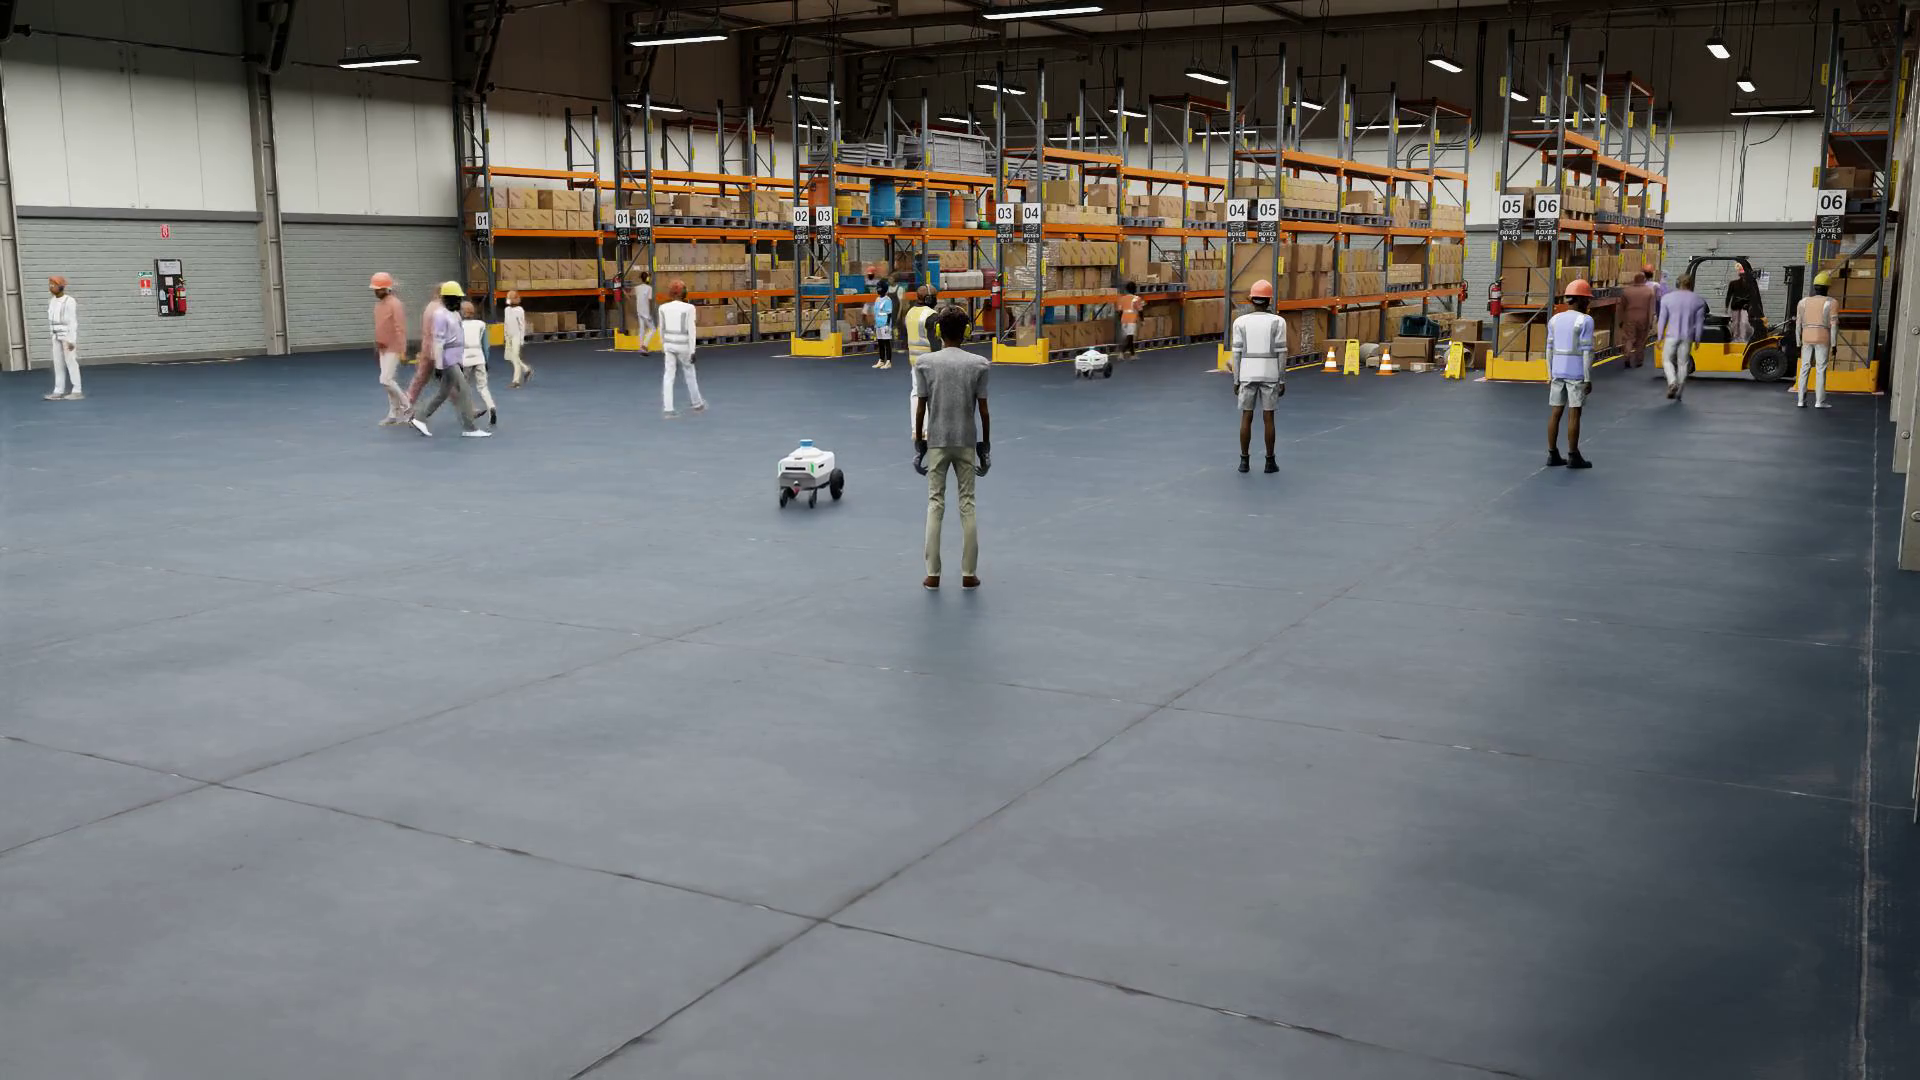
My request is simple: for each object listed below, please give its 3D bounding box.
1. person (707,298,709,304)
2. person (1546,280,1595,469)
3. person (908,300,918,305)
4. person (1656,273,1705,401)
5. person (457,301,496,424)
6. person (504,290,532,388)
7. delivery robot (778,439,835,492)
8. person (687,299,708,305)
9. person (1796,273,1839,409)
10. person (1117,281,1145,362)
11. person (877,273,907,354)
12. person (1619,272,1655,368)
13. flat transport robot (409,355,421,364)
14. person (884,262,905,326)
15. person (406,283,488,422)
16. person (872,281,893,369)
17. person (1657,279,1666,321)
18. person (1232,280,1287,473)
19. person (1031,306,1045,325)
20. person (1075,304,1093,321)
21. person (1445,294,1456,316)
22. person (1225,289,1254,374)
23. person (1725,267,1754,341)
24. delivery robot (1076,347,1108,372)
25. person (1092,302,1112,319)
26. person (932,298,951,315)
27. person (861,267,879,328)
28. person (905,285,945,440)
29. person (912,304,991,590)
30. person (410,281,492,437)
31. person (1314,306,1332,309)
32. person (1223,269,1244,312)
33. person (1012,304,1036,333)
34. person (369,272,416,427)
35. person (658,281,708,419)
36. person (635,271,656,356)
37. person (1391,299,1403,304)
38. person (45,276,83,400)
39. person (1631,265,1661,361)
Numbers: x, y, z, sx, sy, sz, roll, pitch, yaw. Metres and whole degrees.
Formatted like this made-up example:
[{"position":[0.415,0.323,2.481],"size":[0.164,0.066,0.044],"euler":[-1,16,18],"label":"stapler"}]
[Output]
[{"position":[-6.890,-6.262,43.889],"size":[0.628,1.902,0.460],"euler":[5,11,26],"label":"person"},{"position":[6.297,-1.704,17.130],"size":[0.376,1.934,0.546],"euler":[-5,11,-29],"label":"person"},{"position":[-1.418,-7.742,52.350],"size":[0.654,1.970,0.704],"euler":[8,13,40],"label":"person"},{"position":[10.782,-3.031,24.915],"size":[0.653,1.926,0.437],"euler":[2,10,12],"label":"person"},{"position":[-6.220,-2.251,21.260],"size":[0.532,1.608,0.677],"euler":[-7,12,-37],"label":"person"},{"position":[-7.370,-3.349,27.661],"size":[0.520,1.618,0.493],"euler":[9,13,43],"label":"person"},{"position":[-1.352,-0.644,14.677],"size":[0.477,0.478,0.707],"euler":[2,10,11],"label":"delivery robot"},{"position":[-6.732,-5.996,42.552],"size":[0.589,1.833,0.404],"euler":[5,11,25],"label":"person"},{"position":[12.275,-2.845,23.824],"size":[0.370,1.928,0.585],"euler":[-8,12,-38],"label":"person"},{"position":[3.466,-4.484,34.193],"size":[0.819,1.665,0.534],"euler":[-9,13,-42],"label":"person"},{"position":[-1.476,-5.007,36.874],"size":[0.520,1.794,0.952],"euler":[6,11,31],"label":"person"},{"position":[13.204,-4.294,32.485],"size":[0.652,1.875,0.927],"euler":[5,11,28],"label":"person"},{"position":[-10.285,-3.665,33.469],"size":[0.652,0.197,1.431],"euler":[7,12,35],"label":"flat transport robot"},{"position":[-1.794,-6.641,45.785],"size":[0.624,2.022,0.712],"euler":[5,11,28],"label":"person"},{"position":[-6.838,-2.447,21.804],"size":[1.086,1.827,0.665],"euler":[-6,11,-31],"label":"person"},{"position":[-1.489,-4.136,32.063],"size":[0.318,1.697,0.534],"euler":[-6,11,-32],"label":"person"},{"position":[18.279,-6.171,43.602],"size":[0.473,1.816,0.606],"euler":[8,12,38],"label":"person"},{"position":[3.008,-1.636,16.719],"size":[0.545,1.939,0.354],"euler":[3,10,16],"label":"person"},{"position":[1.892,-5.870,42.136],"size":[0.540,1.713,0.934],"euler":[4,11,23],"label":"person"},{"position":[3.513,-6.535,45.446],"size":[0.661,1.917,0.702],"euler":[4,11,24],"label":"person"},{"position":[13.574,-6.626,46.205],"size":[0.628,1.842,0.531],"euler":[1,10,4],"label":"person"},{"position":[5.247,-3.804,30.412],"size":[0.767,1.606,0.500],"euler":[3,10,16],"label":"person"},{"position":[18.355,-5.466,39.140],"size":[0.618,1.939,1.032],"euler":[6,12,32],"label":"person"},{"position":[2.349,-3.195,29.615],"size":[0.477,0.478,0.707],"euler":[6,11,30],"label":"delivery robot"},{"position":[3.634,-5.931,42.477],"size":[0.489,1.731,0.453],"euler":[5,11,26],"label":"person"},{"position":[-0.514,-6.274,44.749],"size":[0.521,1.638,0.310],"euler":[1,10,7],"label":"person"},{"position":[-2.376,-6.118,43.075],"size":[0.552,1.893,0.928],"euler":[7,12,35],"label":"person"},{"position":[-0.386,-2.078,19.585],"size":[0.429,1.843,0.633],"euler":[-6,11,-32],"label":"person"},{"position":[-0.056,-0.597,10.868],"size":[0.516,1.865,0.312],"euler":[0,10,-1],"label":"person"},{"position":[-6.197,-2.168,20.012],"size":[0.965,1.887,0.598],"euler":[0,10,-1],"label":"person"},{"position":[9.288,-6.067,42.780],"size":[0.597,1.908,1.042],"euler":[5,11,28],"label":"person"},{"position":[6.829,-5.789,41.099],"size":[0.649,1.912,0.492],"euler":[9,13,43],"label":"person"},{"position":[1.454,-5.161,37.722],"size":[0.600,1.818,0.417],"euler":[3,10,16],"label":"person"},{"position":[-7.267,-2.403,21.105],"size":[0.456,1.969,0.720],"euler":[-9,13,-43],"label":"person"},{"position":[-3.782,-2.587,22.577],"size":[0.608,1.831,0.966],"euler":[3,10,19],"label":"person"},{"position":[-6.852,-4.910,36.153],"size":[0.533,1.856,0.391],"euler":[6,11,31],"label":"person"},{"position":[12.359,-6.864,47.025],"size":[0.940,2.000,0.747],"euler":[3,10,17],"label":"person"},{"position":[-13.624,-3.053,25.210],"size":[0.582,1.883,0.413],"euler":[5,11,25],"label":"person"},{"position":[14.283,-4.725,34.698],"size":[0.621,1.991,1.074],"euler":[5,11,29],"label":"person"}]
